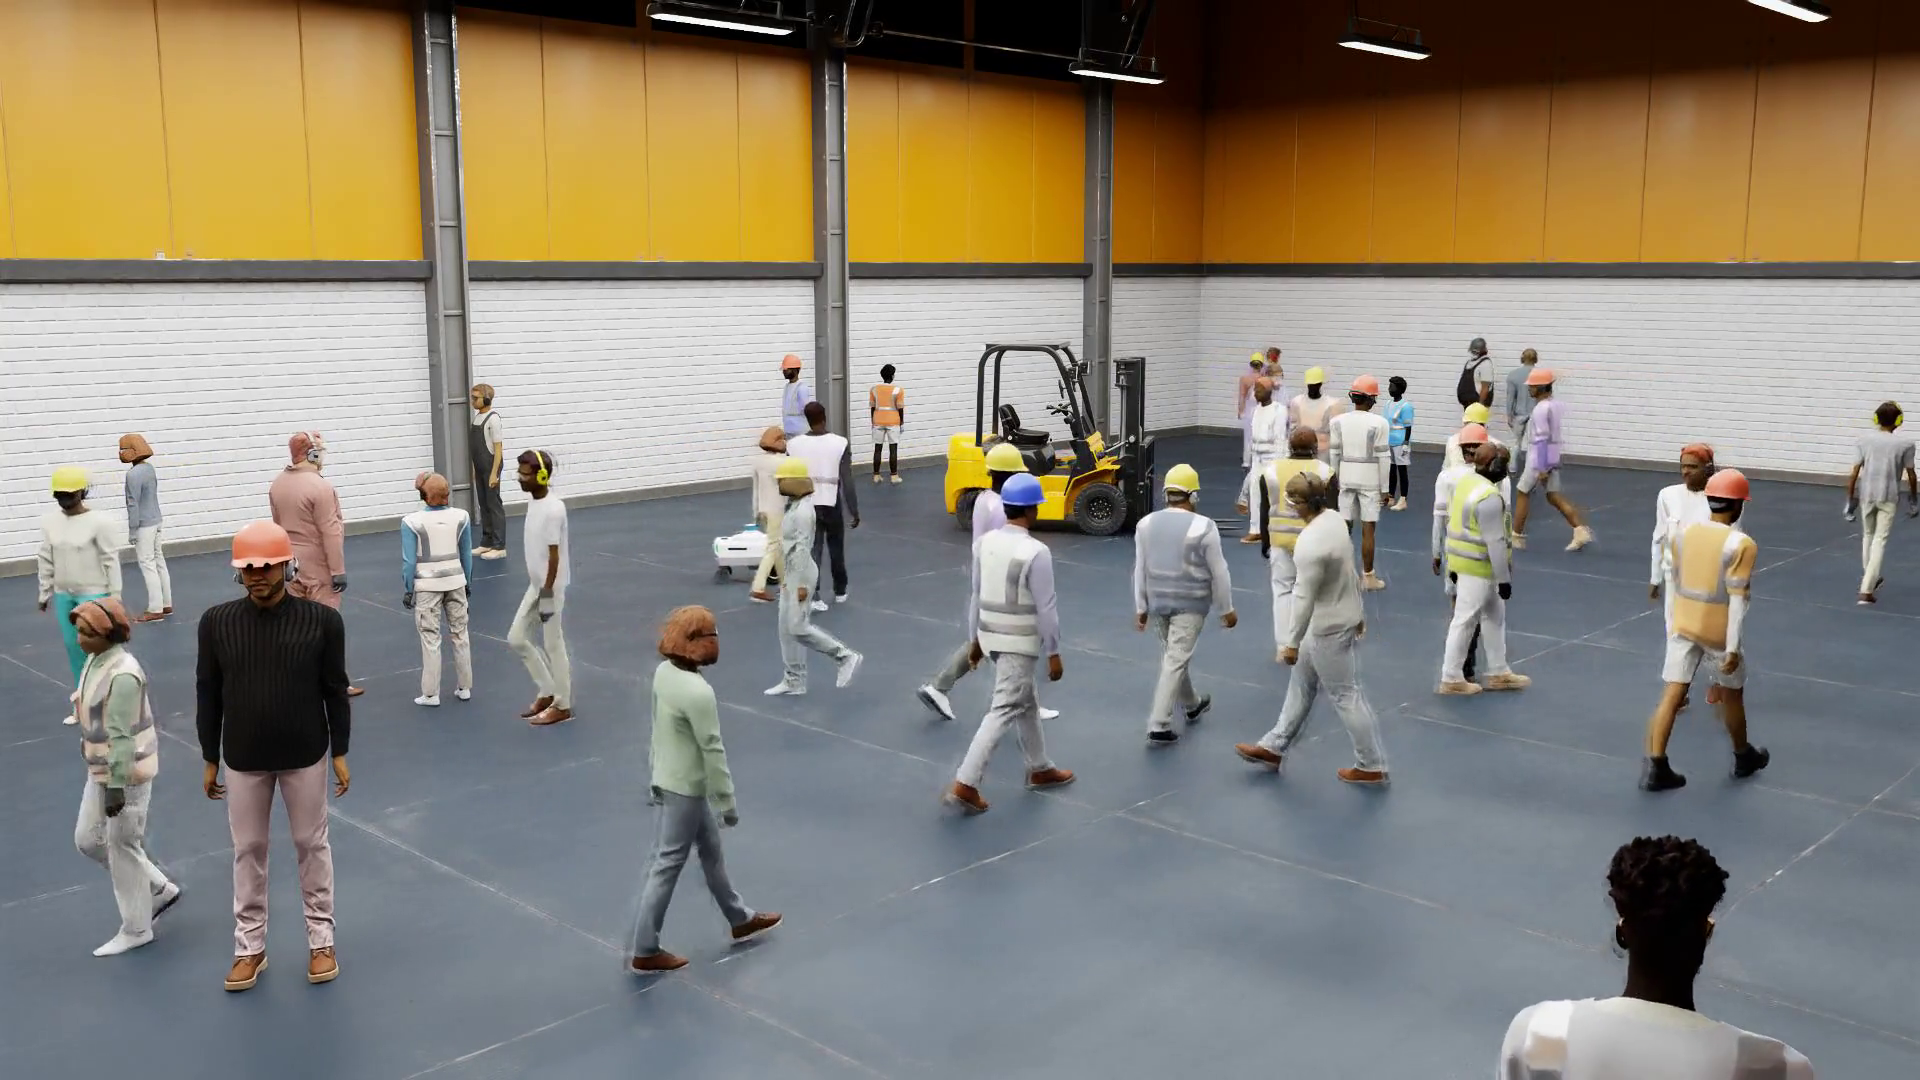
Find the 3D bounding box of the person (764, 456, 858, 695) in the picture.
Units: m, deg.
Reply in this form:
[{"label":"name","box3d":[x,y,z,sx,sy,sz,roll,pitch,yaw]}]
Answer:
[{"label":"person","box3d":[-1.077,0.263,11.763,0.569,1.726,0.493,-3,10,-17]}]

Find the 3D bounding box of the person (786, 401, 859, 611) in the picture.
[{"label":"person","box3d":[-1.226,-0.304,14.873,0.656,1.862,0.902,1,9,8]}]

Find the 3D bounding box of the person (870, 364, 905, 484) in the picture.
[{"label":"person","box3d":[-1.026,-1.636,23.531,0.531,1.690,0.319,3,10,18]}]

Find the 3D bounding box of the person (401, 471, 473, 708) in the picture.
[{"label":"person","box3d":[-3.619,0.340,11.553,0.517,1.645,0.308,-9,13,-43]}]

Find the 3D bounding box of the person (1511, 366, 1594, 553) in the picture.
[{"label":"person","box3d":[6.301,-0.851,17.778,0.989,2.009,0.612,7,12,37]}]

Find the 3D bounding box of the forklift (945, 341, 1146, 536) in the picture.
[{"label":"forklift","box3d":[0.977,-1.223,19.452,2.313,2.155,1.214,2,9,11]}]

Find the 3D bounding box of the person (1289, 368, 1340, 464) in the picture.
[{"label":"person","box3d":[4.119,-1.065,19.441,0.615,1.873,0.968,4,10,24]}]

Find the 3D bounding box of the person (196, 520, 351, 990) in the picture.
[{"label":"person","box3d":[-2.894,0.901,7.035,0.611,1.996,0.378,-2,10,-13]}]

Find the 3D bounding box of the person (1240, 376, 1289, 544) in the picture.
[{"label":"person","box3d":[3.471,-0.893,18.456,0.782,1.862,0.587,-6,11,-33]}]

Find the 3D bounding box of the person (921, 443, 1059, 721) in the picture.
[{"label":"person","box3d":[0.199,0.294,11.075,0.876,1.896,0.594,-2,9,-12]}]

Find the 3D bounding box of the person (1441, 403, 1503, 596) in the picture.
[{"label":"person","box3d":[4.818,-0.398,15.593,0.769,1.806,0.598,-8,12,-40]}]

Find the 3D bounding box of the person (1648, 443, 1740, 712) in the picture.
[{"label":"person","box3d":[4.996,0.267,11.304,0.479,1.872,0.579,-7,11,-35]}]

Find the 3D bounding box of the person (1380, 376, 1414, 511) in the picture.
[{"label":"person","box3d":[5.489,-1.214,20.920,0.322,1.697,0.534,-3,10,-18]}]

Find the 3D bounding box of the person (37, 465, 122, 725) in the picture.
[{"label":"person","box3d":[-5.868,0.359,11.120,0.538,1.756,0.432,2,9,11]}]

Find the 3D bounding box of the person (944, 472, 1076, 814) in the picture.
[{"label":"person","box3d":[0.268,0.569,9.377,0.998,1.903,0.624,-6,11,-34]}]

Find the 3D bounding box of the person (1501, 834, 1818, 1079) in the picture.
[{"label":"person","box3d":[1.389,1.543,3.372,0.605,1.920,1.023,7,12,37]}]

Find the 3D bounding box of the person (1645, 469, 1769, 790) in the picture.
[{"label":"person","box3d":[4.409,0.519,9.768,1.009,1.873,0.553,-6,11,-33]}]

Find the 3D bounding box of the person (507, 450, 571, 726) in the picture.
[{"label":"person","box3d":[-2.790,0.326,10.988,0.455,1.854,0.566,-6,11,-34]}]

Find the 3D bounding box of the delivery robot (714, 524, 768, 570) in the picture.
[{"label":"delivery robot","box3d":[-2.025,0.087,16.148,0.707,0.478,0.477,-1,9,-3]}]

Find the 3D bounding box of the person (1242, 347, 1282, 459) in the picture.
[{"label":"person","box3d":[4.915,-2.175,26.548,0.940,1.778,0.640,-3,10,-15]}]

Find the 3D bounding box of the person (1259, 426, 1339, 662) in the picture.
[{"label":"person","box3d":[2.628,0.030,12.901,0.643,1.824,0.518,4,10,22]}]

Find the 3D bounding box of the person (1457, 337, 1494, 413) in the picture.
[{"label":"person","box3d":[8.040,-2.212,25.987,0.571,2.000,0.803,-1,9,-3]}]

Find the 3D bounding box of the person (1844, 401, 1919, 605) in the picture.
[{"label":"person","box3d":[8.458,-0.349,15.227,0.953,1.825,0.510,-9,13,-43]}]

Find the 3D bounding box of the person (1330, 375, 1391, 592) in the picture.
[{"label":"person","box3d":[3.780,-0.533,15.687,0.607,2.044,0.372,8,12,39]}]

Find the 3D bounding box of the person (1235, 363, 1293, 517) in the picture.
[{"label":"person","box3d":[3.731,-1.195,20.230,0.674,1.918,0.834,-6,11,-32]}]

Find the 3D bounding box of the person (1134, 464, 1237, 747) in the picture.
[{"label":"person","box3d":[1.463,0.401,10.741,0.606,1.782,0.919,8,12,40]}]

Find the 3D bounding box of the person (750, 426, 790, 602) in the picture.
[{"label":"person","box3d":[-1.699,-0.237,15.242,0.694,1.608,0.528,-7,12,-37]}]

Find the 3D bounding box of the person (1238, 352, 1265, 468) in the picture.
[{"label":"person","box3d":[4.500,-1.970,25.347,0.535,1.767,0.316,1,9,3]}]

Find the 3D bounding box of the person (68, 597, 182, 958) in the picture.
[{"label":"person","box3d":[-3.730,1.040,7.340,0.354,1.620,0.522,-8,12,-41]}]

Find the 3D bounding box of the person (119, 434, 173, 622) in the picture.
[{"label":"person","box3d":[-7.053,-0.108,14.367,0.288,1.626,0.497,-1,9,-9]}]

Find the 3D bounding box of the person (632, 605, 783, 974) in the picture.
[{"label":"person","box3d":[-1.086,1.067,7.221,0.815,1.591,0.518,-5,11,-28]}]

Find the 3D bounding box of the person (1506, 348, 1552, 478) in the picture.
[{"label":"person","box3d":[8.146,-1.799,23.890,0.643,1.906,0.854,2,10,14]}]

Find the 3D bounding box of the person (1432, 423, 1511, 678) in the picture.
[{"label":"person","box3d":[3.825,0.079,12.424,0.568,1.894,0.890,2,9,12]}]

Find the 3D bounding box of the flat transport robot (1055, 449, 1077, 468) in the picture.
[{"label":"flat transport robot","box3d":[1.614,-1.230,25.379,0.652,0.197,1.431,7,12,38]}]

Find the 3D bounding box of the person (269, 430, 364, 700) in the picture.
[{"label":"person","box3d":[-4.551,0.176,11.753,0.643,1.910,0.411,6,11,33]}]

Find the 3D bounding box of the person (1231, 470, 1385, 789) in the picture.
[{"label":"person","box3d":[2.070,0.516,9.762,0.974,1.877,0.685,4,10,21]}]

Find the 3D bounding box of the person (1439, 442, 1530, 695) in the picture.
[{"label":"person","box3d":[3.800,0.217,11.785,0.799,1.810,0.662,0,9,2]}]

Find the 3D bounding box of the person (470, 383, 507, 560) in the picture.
[{"label":"person","box3d":[-4.972,-0.721,17.442,0.345,1.847,0.508,-8,12,-41]}]

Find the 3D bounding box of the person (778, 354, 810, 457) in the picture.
[{"label":"person","box3d":[-2.154,-1.422,21.456,0.357,1.937,0.551,-6,11,-33]}]
